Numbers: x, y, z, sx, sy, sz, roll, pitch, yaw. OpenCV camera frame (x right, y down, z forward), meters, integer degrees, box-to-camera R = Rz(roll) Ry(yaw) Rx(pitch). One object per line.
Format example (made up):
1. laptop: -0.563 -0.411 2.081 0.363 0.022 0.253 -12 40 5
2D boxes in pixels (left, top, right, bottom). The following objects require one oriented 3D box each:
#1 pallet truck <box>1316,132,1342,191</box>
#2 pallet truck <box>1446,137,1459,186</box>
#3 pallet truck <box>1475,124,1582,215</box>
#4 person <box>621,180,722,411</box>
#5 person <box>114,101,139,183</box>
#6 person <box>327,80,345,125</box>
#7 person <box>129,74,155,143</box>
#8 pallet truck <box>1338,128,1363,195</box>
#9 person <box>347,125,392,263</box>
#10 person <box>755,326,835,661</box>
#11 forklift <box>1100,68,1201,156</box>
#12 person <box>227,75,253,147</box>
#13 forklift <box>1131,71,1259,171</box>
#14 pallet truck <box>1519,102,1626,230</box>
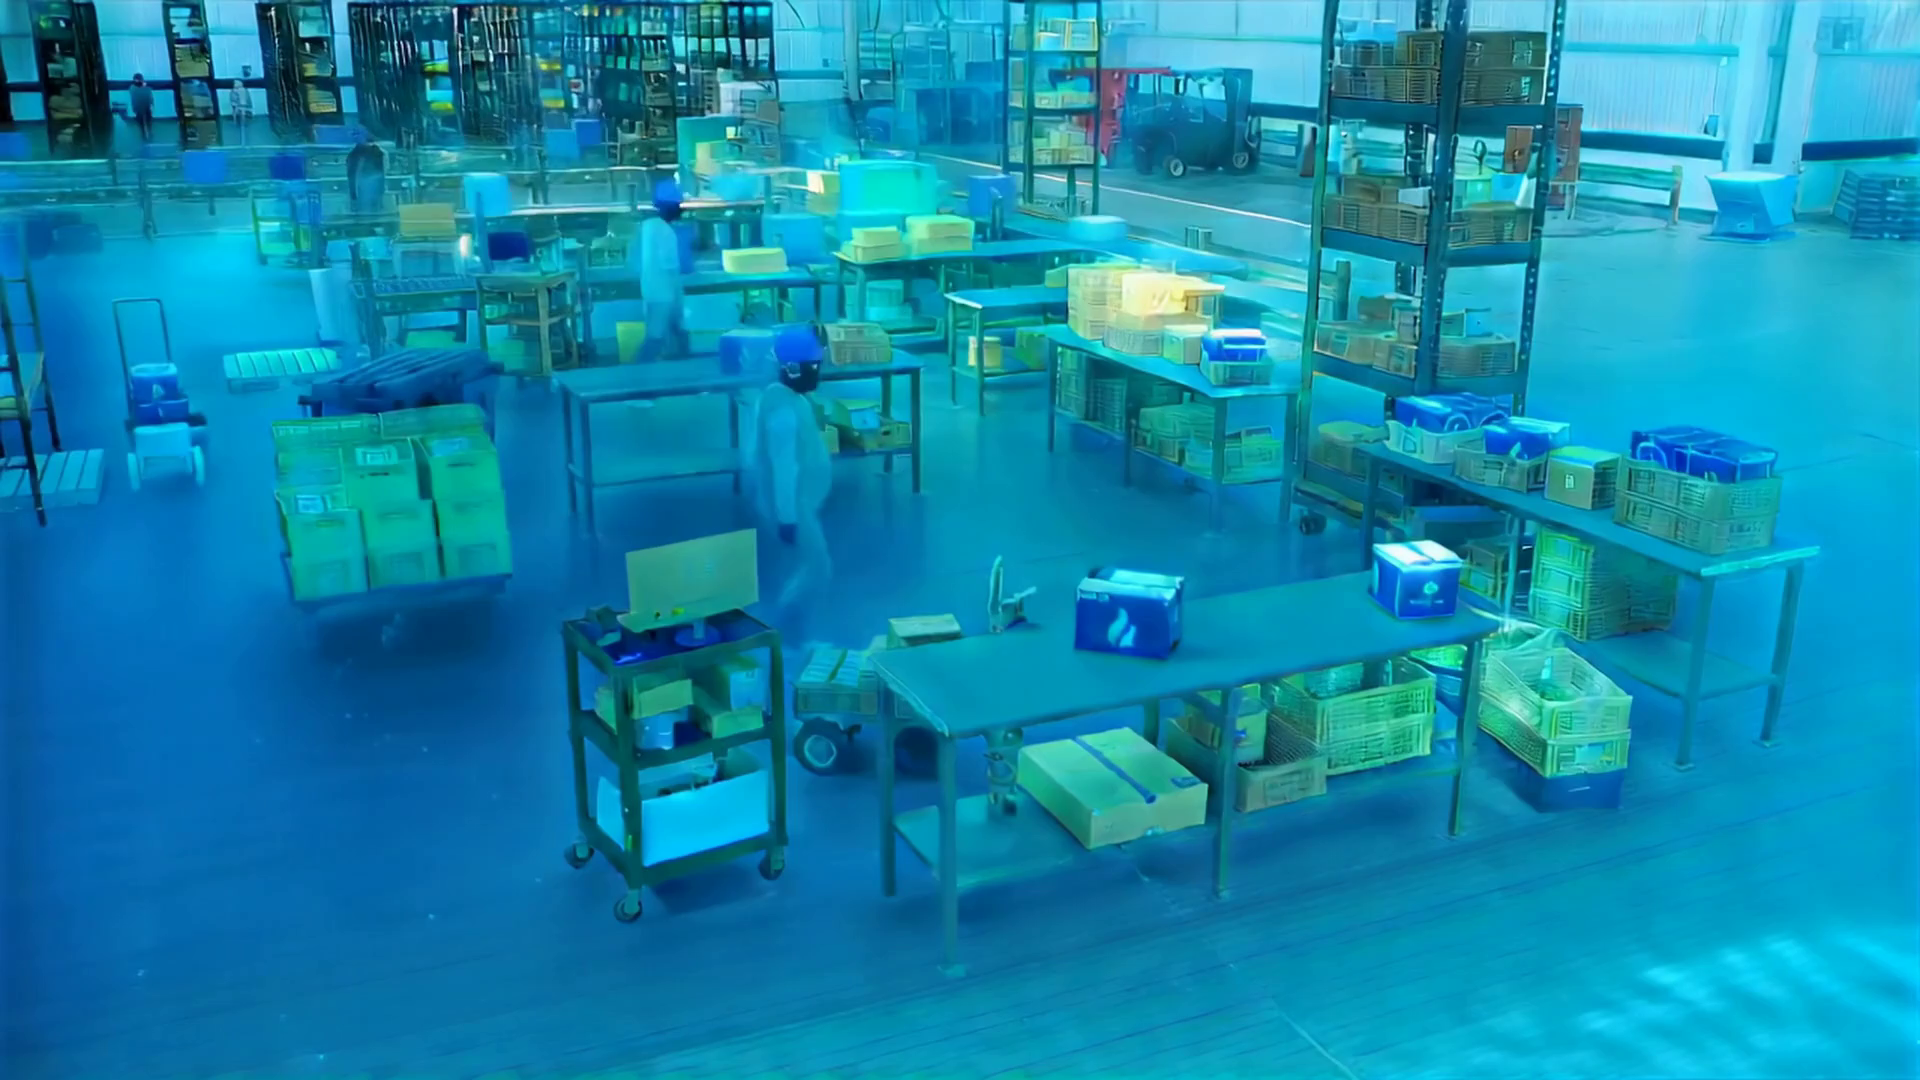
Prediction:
1. pallet truck: 7.723 -7.504 32.656 1.601 1.201 0.680 -8 19 -23
2. pallet truck: 9.184 -6.485 29.328 1.630 1.274 0.653 -8 19 -23
3. pallet truck: 9.707 -6.455 28.103 1.885 1.965 0.823 -7 19 -20
4. person: -2.526 -2.126 14.501 1.079 1.975 0.615 -7 19 -20
5. person: -15.909 -7.526 31.908 0.848 1.731 0.528 -6 19 -20
6. person: -17.661 -12.406 46.893 0.437 1.981 0.629 -12 21 -34
7. person: -21.810 -11.516 44.375 0.591 1.786 0.988 -9 20 -27
8. pallet truck: 7.845 -7.140 31.411 1.522 1.261 0.704 -9 20 -25
9. person: -8.137 -4.730 22.842 0.398 1.900 0.635 7 19 20
10. person: -0.861 -0.216 8.733 0.413 1.819 0.618 -1 18 -4
11. forklift: 4.082 -9.564 37.410 2.680 1.987 1.157 -8 19 -23
12. person: -18.307 -10.897 42.357 0.404 1.837 0.588 16 24 41
13. forklift: 4.998 -8.936 35.413 2.680 1.987 1.157 -9 20 -25
14. pallet truck: 9.972 -6.037 26.785 1.885 1.965 0.823 -9 20 -25
